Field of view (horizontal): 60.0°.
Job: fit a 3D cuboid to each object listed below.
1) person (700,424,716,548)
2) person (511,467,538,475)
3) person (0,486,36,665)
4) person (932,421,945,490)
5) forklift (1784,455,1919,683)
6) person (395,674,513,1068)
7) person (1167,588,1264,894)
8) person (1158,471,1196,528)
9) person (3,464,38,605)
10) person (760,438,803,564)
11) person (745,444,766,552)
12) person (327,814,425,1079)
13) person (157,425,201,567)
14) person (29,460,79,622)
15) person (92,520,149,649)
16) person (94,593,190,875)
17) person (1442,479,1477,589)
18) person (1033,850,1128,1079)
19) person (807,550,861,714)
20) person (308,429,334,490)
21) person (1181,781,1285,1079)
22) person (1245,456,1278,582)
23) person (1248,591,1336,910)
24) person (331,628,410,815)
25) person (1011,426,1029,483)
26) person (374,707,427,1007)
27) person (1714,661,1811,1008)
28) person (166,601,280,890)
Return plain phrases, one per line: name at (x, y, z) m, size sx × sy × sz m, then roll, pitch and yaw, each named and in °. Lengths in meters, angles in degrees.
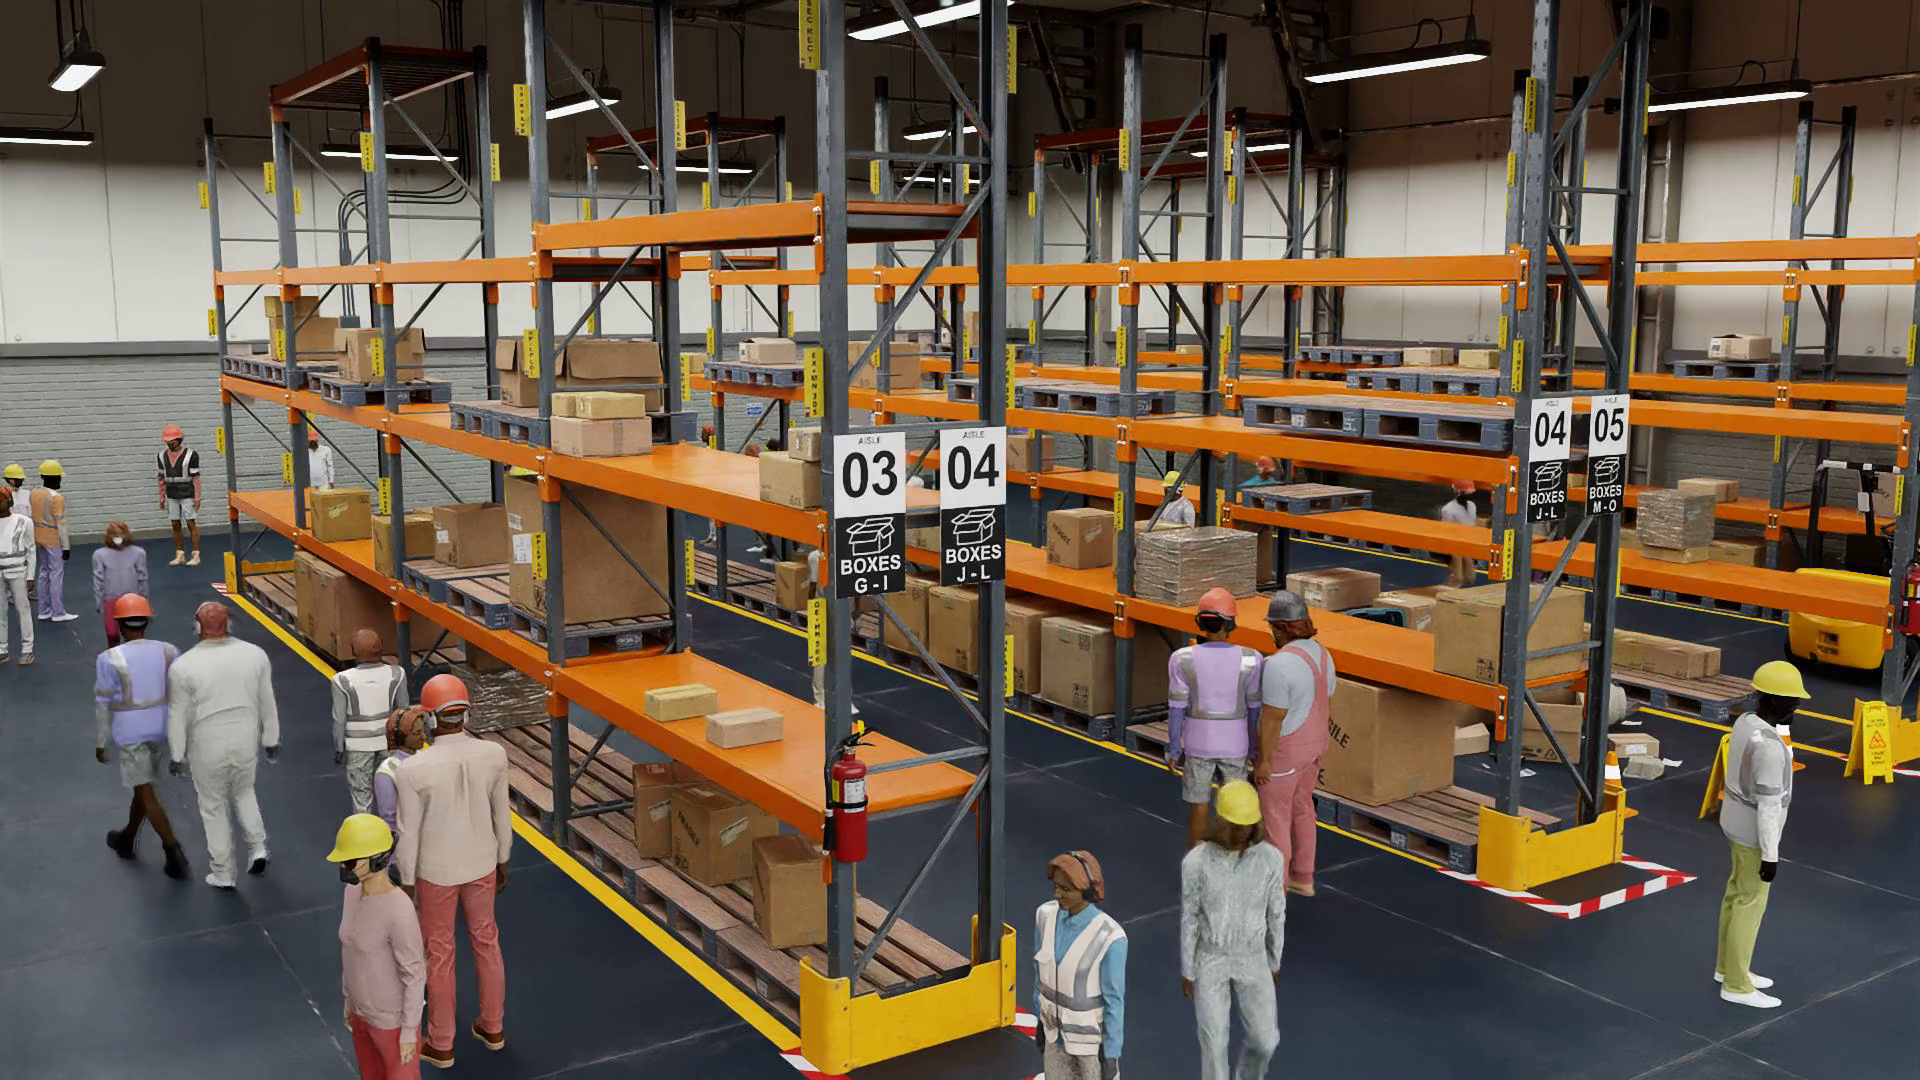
person at (-3.790, -0.824, 25.367) m, size 0.339 × 1.882 × 0.584 m, roll -3°, pitch 9°, yaw -20°
person at (-6.193, -0.491, 23.825) m, size 0.549 × 1.665 × 0.450 m, roll 3°, pitch 9°, yaw 19°
person at (-9.962, 0.376, 17.386) m, size 0.576 × 1.882 × 0.355 m, roll -1°, pitch 9°, yaw -6°
person at (-0.350, -1.301, 29.357) m, size 0.308 × 1.639 × 0.510 m, roll 2°, pitch 9°, yaw 11°
forklift at (9.643, 0.253, 17.172) m, size 2.313 × 2.155 × 1.214 m, roll -6°, pitch 10°, yaw -33°
person at (-2.578, 1.663, 8.475) m, size 0.400 × 1.986 × 0.617 m, roll 8°, pitch 12°, yaw 44°
person at (1.621, 1.317, 10.597) m, size 0.608 × 2.039 × 0.395 m, roll 1°, pitch 9°, yaw 5°
person at (2.461, 0.114, 19.290) m, size 0.404 × 1.833 × 0.590 m, roll -5°, pitch 10°, yaw -30°
person at (-11.782, -0.072, 20.790) m, size 0.340 × 1.757 × 0.518 m, roll 4°, pitch 9°, yaw 24°
person at (-2.547, -0.530, 23.610) m, size 0.531 × 1.837 × 0.797 m, roll -8°, pitch 12°, yaw -43°
person at (-3.062, -0.634, 24.970) m, size 0.293 × 1.623 × 0.501 m, roll 2°, pitch 9°, yaw 15°
person at (-2.440, 1.999, 6.963) m, size 0.533 × 1.767 × 0.326 m, roll 8°, pitch 11°, yaw 42°
person at (-11.070, -0.622, 23.562) m, size 0.619 × 2.029 × 0.410 m, roll 1°, pitch 9°, yaw 5°
person at (-10.737, 0.014, 19.693) m, size 0.586 × 1.920 × 0.383 m, roll 5°, pitch 10°, yaw 31°
person at (-8.458, 0.597, 16.791) m, size 0.501 × 1.620 × 0.399 m, roll -4°, pitch 10°, yaw -27°
person at (-5.523, 1.300, 11.246) m, size 0.977 × 1.896 × 0.538 m, roll 6°, pitch 10°, yaw 33°
person at (5.903, 0.090, 19.762) m, size 0.577 × 1.738 × 0.482 m, roll -6°, pitch 10°, yaw -35°
person at (0.495, 2.075, 6.907) m, size 0.312 × 1.630 × 0.507 m, roll -7°, pitch 11°, yaw -39°
person at (-1.163, 0.700, 15.304) m, size 0.510 × 1.863 × 0.332 m, roll -3°, pitch 9°, yaw -20°
person at (-10.306, -0.934, 26.592) m, size 0.573 × 1.738 × 0.355 m, roll -4°, pitch 9°, yaw -25°
person at (1.239, 1.926, 7.563) m, size 0.494 × 1.731 × 0.354 m, roll 0°, pitch 9°, yaw -2°
person at (4.088, -0.309, 22.576) m, size 0.575 × 1.698 × 0.912 m, roll -6°, pitch 11°, yaw -37°
person at (2.074, 1.310, 10.639) m, size 0.535 × 2.000 × 0.686 m, roll 7°, pitch 11°, yaw 40°
person at (-3.991, 1.409, 11.312) m, size 0.523 × 1.640 × 0.306 m, roll -6°, pitch 10°, yaw -33°
person at (1.293, -2.048, 33.720) m, size 0.428 × 1.837 × 0.641 m, roll -6°, pitch 10°, yaw -34°
person at (-3.036, 1.729, 9.175) m, size 0.313 × 1.642 × 0.513 m, roll 1°, pitch 9°, yaw 8°
person at (4.394, 1.601, 9.133) m, size 0.391 × 1.918 × 0.581 m, roll 2°, pitch 9°, yaw 11°
person at (-4.843, 1.343, 10.913) m, size 0.418 × 1.888 × 0.672 m, roll 8°, pitch 12°, yaw 43°
